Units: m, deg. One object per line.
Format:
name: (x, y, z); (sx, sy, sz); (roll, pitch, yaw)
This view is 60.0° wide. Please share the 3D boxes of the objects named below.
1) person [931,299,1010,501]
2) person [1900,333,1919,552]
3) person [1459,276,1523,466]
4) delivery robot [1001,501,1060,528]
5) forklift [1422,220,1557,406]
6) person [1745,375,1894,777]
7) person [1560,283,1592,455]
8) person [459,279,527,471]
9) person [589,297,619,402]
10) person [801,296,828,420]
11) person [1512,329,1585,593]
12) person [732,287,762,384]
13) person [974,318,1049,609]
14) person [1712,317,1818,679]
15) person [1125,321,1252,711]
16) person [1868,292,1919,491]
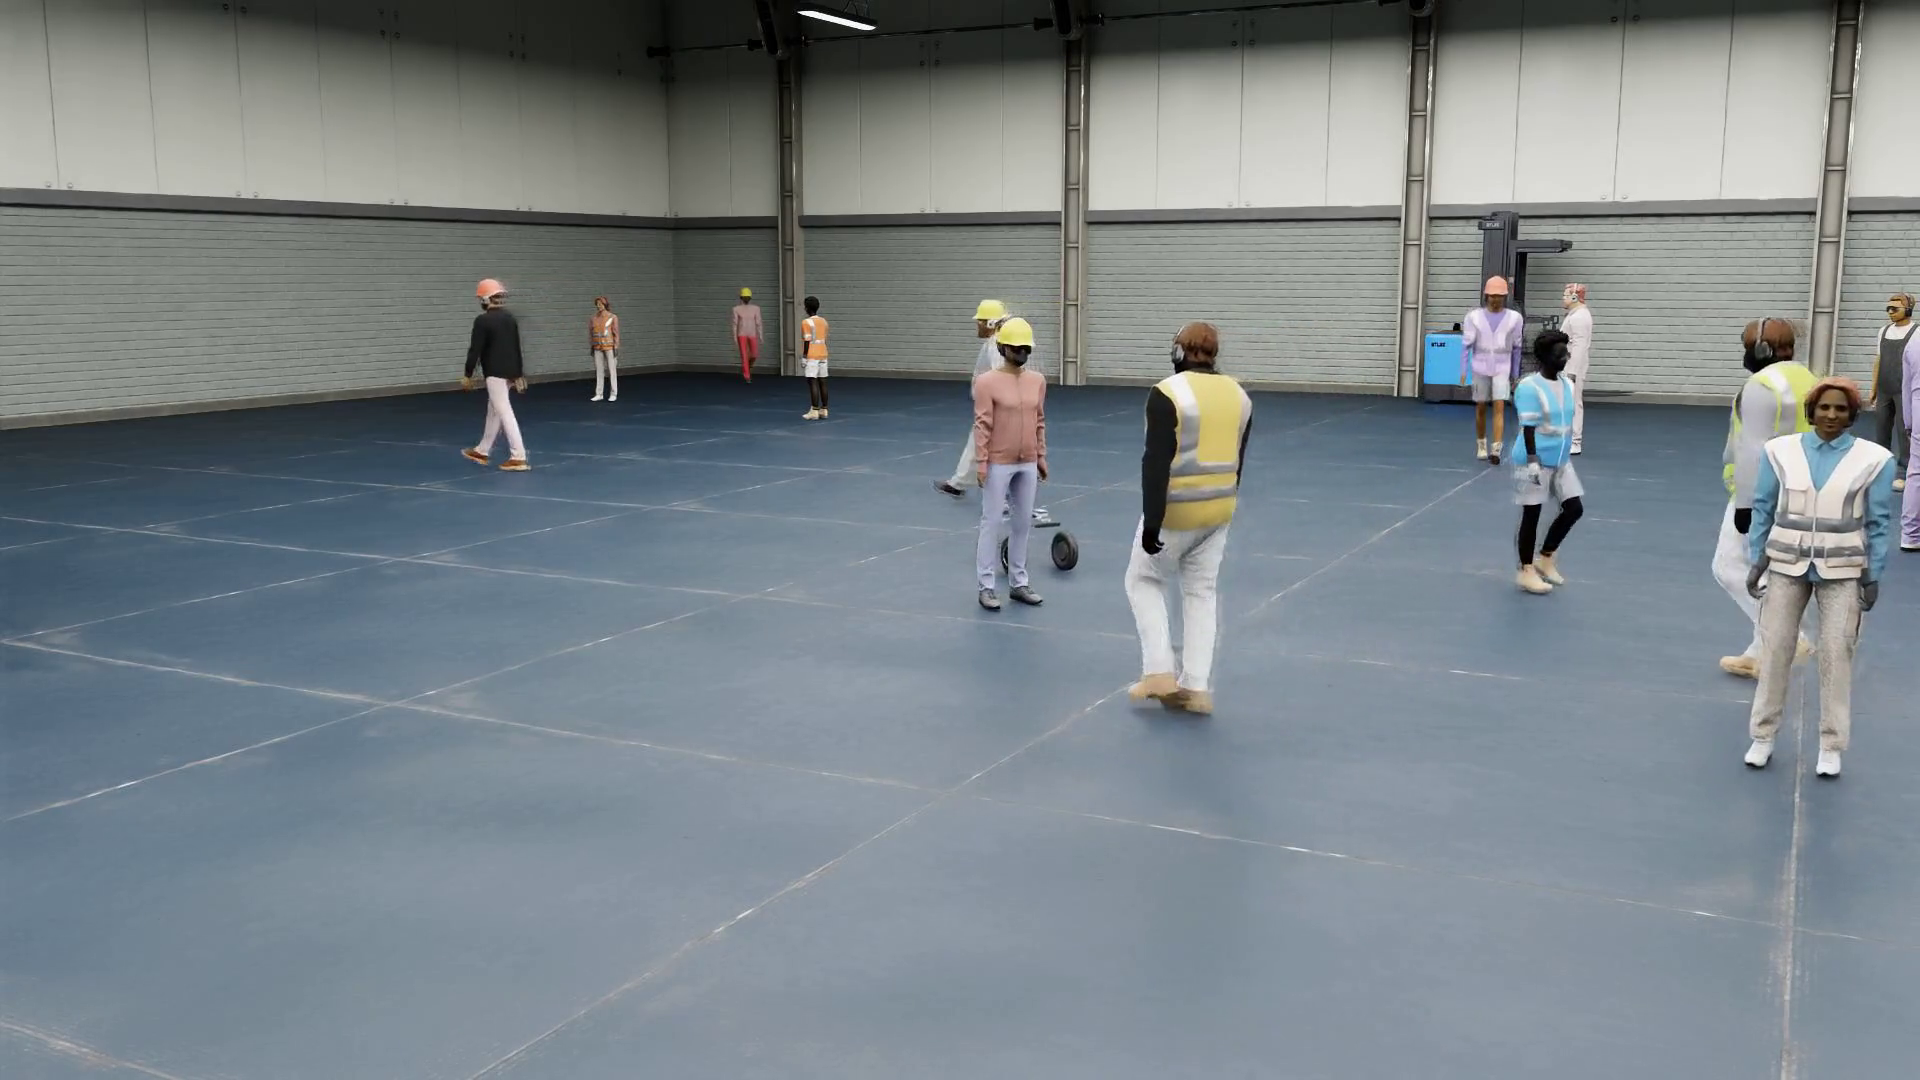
person: (0.218, -1.237, 14.823); (0.923, 1.784, 0.598); (2, 9, 12)
person: (7.109, -0.837, 11.994); (0.407, 1.908, 0.641); (-3, 10, -18)
person: (5.663, -1.812, 17.772); (0.633, 1.981, 1.072); (3, 10, 17)
delivery robot: (0.429, -0.244, 11.534); (0.335, 0.223, 0.698); (-5, 11, -29)
forklift: (8.245, -3.527, 25.720); (1.873, 2.768, 1.129); (5, 10, 27)
person: (3.499, 0.142, 6.808); (0.507, 1.634, 0.315); (6, 11, 35)
person: (6.841, -1.914, 18.635); (0.405, 1.906, 0.653); (3, 10, 20)
person: (-4.883, -1.702, 17.205); (0.989, 1.947, 0.635); (3, 10, 18)
person: (-5.581, -2.995, 26.120); (0.515, 1.641, 0.315); (3, 10, 20)
person: (-2.014, -2.516, 22.988); (0.321, 1.696, 0.537); (5, 11, 30)
person: (3.735, -0.493, 10.576); (0.537, 1.683, 0.379); (-5, 10, -28)
person: (-3.875, -3.715, 30.199); (0.542, 1.750, 0.536); (-3, 10, -20)
person: (0.325, -0.468, 10.153); (0.533, 1.765, 0.330); (-6, 11, -34)
person: (4.057, -0.199, 8.328); (0.660, 1.824, 0.453); (-7, 11, -35)
person: (1.030, -0.112, 7.807); (0.656, 1.813, 0.531); (-7, 11, -37)
person: (8.786, -1.394, 15.616); (0.329, 1.844, 0.517); (-4, 10, -22)
